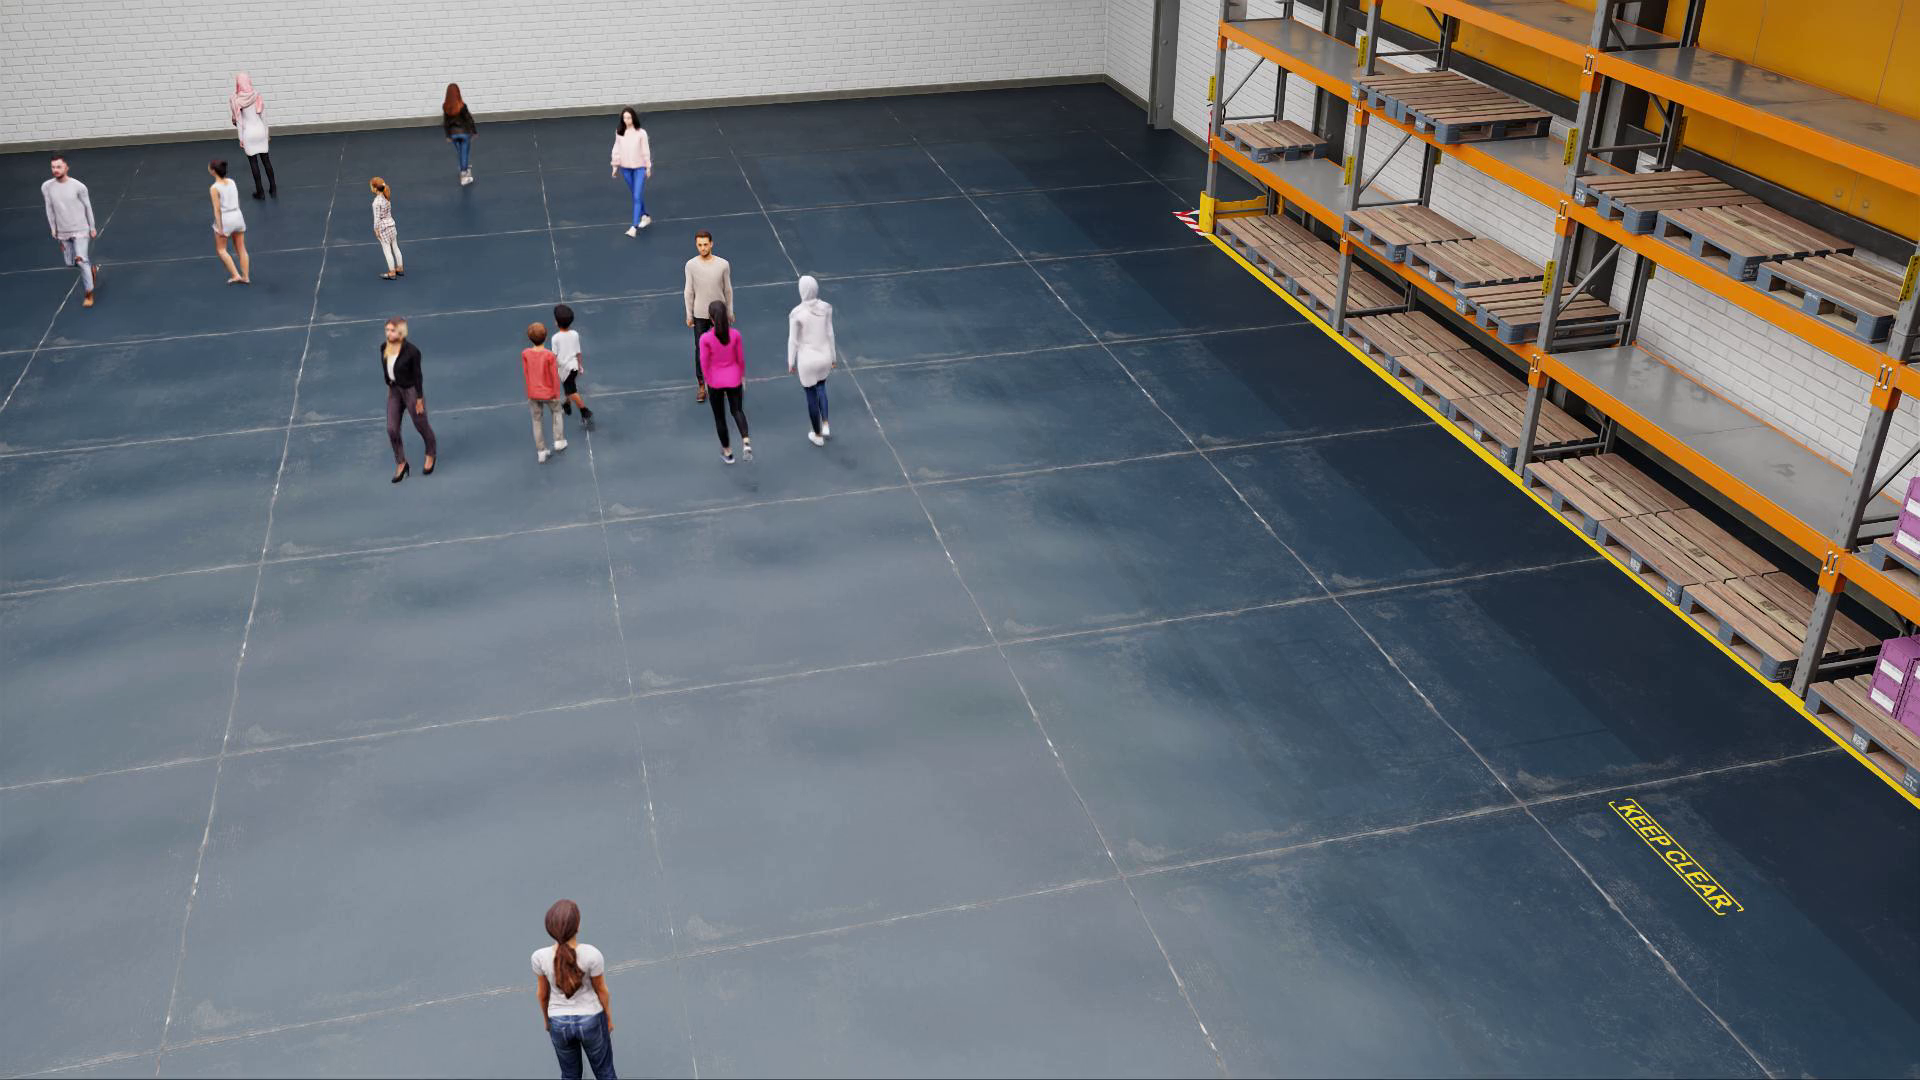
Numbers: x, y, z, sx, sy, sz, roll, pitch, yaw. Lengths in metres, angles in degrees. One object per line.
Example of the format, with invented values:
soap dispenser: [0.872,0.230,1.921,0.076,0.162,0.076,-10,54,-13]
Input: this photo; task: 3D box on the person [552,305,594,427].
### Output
person: [-4.021,-1.788,17.165,0.928,1.242,0.794,21,35,34]

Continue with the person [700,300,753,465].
person: [-2.264,-1.479,16.133,0.636,1.687,0.849,-10,30,-18]

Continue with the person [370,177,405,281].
person: [-7.268,-3.958,21.071,0.659,1.310,0.567,5,29,10]

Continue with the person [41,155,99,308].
person: [-10.776,-3.797,20.237,0.795,1.825,0.992,-2,29,-4]

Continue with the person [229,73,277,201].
person: [-10.182,-5.828,23.983,0.761,1.804,0.738,25,37,38]

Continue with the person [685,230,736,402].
person: [-2.642,-2.387,17.611,0.677,1.866,0.572,-5,29,-9]

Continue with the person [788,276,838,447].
person: [-1.419,-1.747,16.539,0.693,1.769,0.671,-14,32,-24]

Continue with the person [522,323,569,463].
person: [-4.122,-1.429,16.339,0.631,1.401,0.742,0,29,0]

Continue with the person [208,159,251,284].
person: [-9.071,-3.965,20.778,0.742,1.603,0.677,13,31,23]

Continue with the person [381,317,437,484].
person: [-5.258,-1.390,16.003,0.818,1.655,0.891,10,30,17]

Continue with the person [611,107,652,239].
person: [-4.394,-5.007,22.575,1.065,1.711,1.259,9,30,15]

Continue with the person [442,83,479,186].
person: [-7.433,-6.008,24.674,0.786,1.459,0.939,5,29,9]

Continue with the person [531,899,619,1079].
person: [-2.037,2.554,8.870,0.589,1.561,0.588,0,29,0]
